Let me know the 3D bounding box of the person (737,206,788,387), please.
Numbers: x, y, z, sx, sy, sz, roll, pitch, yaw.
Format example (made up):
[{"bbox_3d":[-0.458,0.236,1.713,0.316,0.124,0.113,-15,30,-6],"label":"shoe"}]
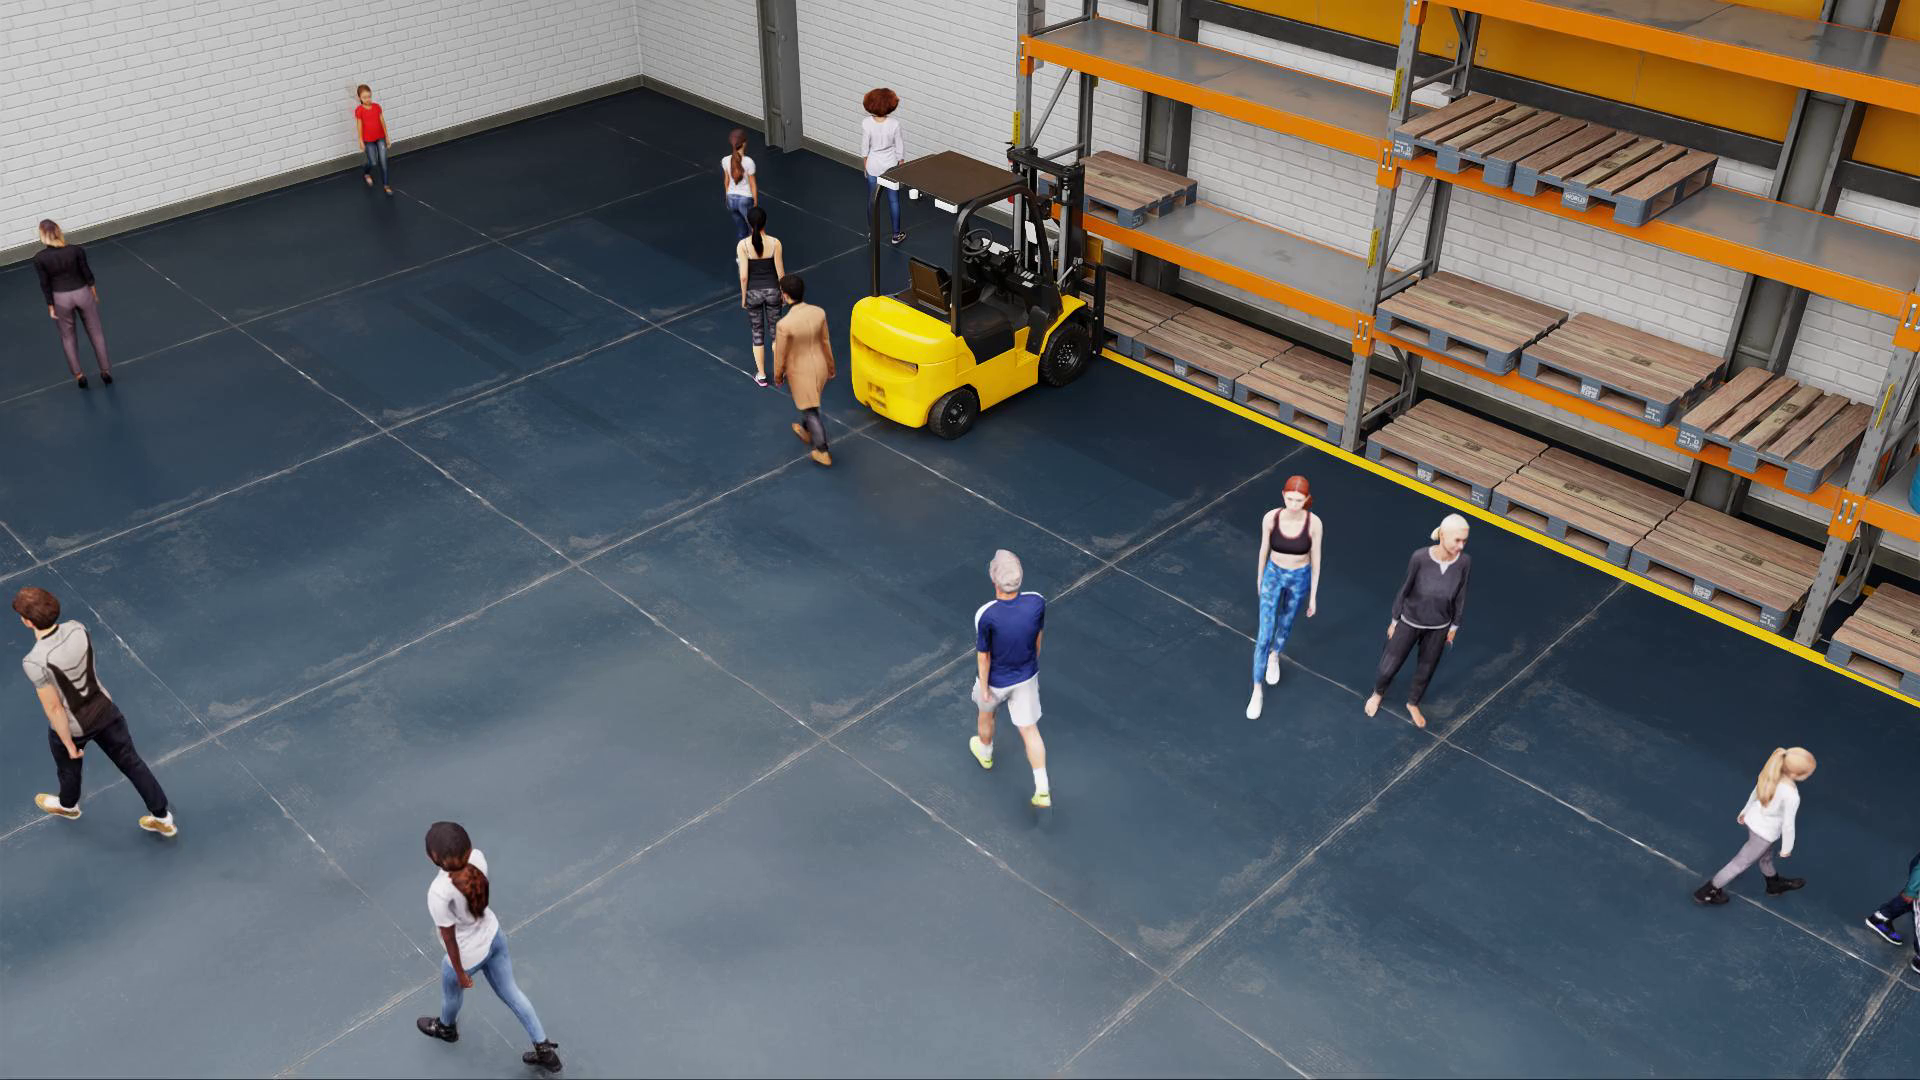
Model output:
[{"bbox_3d":[-1.811,-2.234,15.278,0.662,1.728,0.694,-6,34,-9],"label":"person"}]

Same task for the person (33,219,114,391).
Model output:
[{"bbox_3d":[-8.067,-2.139,15.187,0.643,1.670,0.587,-19,38,-26],"label":"person"}]

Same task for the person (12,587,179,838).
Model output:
[{"bbox_3d":[-5.261,1.107,10.151,1.285,1.839,0.947,13,36,19],"label":"person"}]

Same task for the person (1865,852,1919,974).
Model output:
[{"bbox_3d":[5.525,1.884,9.524,0.606,1.239,0.814,-20,39,-28],"label":"person"}]

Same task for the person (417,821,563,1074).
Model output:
[{"bbox_3d":[-2.466,2.169,8.705,1.223,1.672,0.907,13,36,19],"label":"person"}]

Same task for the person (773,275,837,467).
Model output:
[{"bbox_3d":[-1.247,-1.387,14.030,0.712,1.699,0.954,-23,40,-30],"label":"person"}]

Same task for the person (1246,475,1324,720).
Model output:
[{"bbox_3d":[2.250,0.292,11.456,1.008,1.752,0.972,6,34,8],"label":"person"}]

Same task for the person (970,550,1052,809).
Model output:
[{"bbox_3d":[0.356,0.903,10.489,0.981,1.805,1.258,-11,35,-16],"label":"person"}]

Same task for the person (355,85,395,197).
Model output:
[{"bbox_3d":[-6.843,-4.677,19.344,0.533,1.296,0.753,-22,39,-29],"label":"person"}]

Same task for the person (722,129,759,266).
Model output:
[{"bbox_3d":[-2.297,-3.503,17.345,0.813,1.553,0.790,10,35,15],"label":"person"}]

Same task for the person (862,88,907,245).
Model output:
[{"bbox_3d":[-0.838,-4.064,18.044,0.731,1.712,0.811,5,34,7],"label":"person"}]

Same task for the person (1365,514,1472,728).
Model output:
[{"bbox_3d":[3.107,0.518,11.151,0.778,1.712,0.844,4,34,6],"label":"person"}]

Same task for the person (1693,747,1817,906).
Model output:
[{"bbox_3d":[4.649,1.708,9.780,0.929,1.249,0.858,-1,34,-1],"label":"person"}]
